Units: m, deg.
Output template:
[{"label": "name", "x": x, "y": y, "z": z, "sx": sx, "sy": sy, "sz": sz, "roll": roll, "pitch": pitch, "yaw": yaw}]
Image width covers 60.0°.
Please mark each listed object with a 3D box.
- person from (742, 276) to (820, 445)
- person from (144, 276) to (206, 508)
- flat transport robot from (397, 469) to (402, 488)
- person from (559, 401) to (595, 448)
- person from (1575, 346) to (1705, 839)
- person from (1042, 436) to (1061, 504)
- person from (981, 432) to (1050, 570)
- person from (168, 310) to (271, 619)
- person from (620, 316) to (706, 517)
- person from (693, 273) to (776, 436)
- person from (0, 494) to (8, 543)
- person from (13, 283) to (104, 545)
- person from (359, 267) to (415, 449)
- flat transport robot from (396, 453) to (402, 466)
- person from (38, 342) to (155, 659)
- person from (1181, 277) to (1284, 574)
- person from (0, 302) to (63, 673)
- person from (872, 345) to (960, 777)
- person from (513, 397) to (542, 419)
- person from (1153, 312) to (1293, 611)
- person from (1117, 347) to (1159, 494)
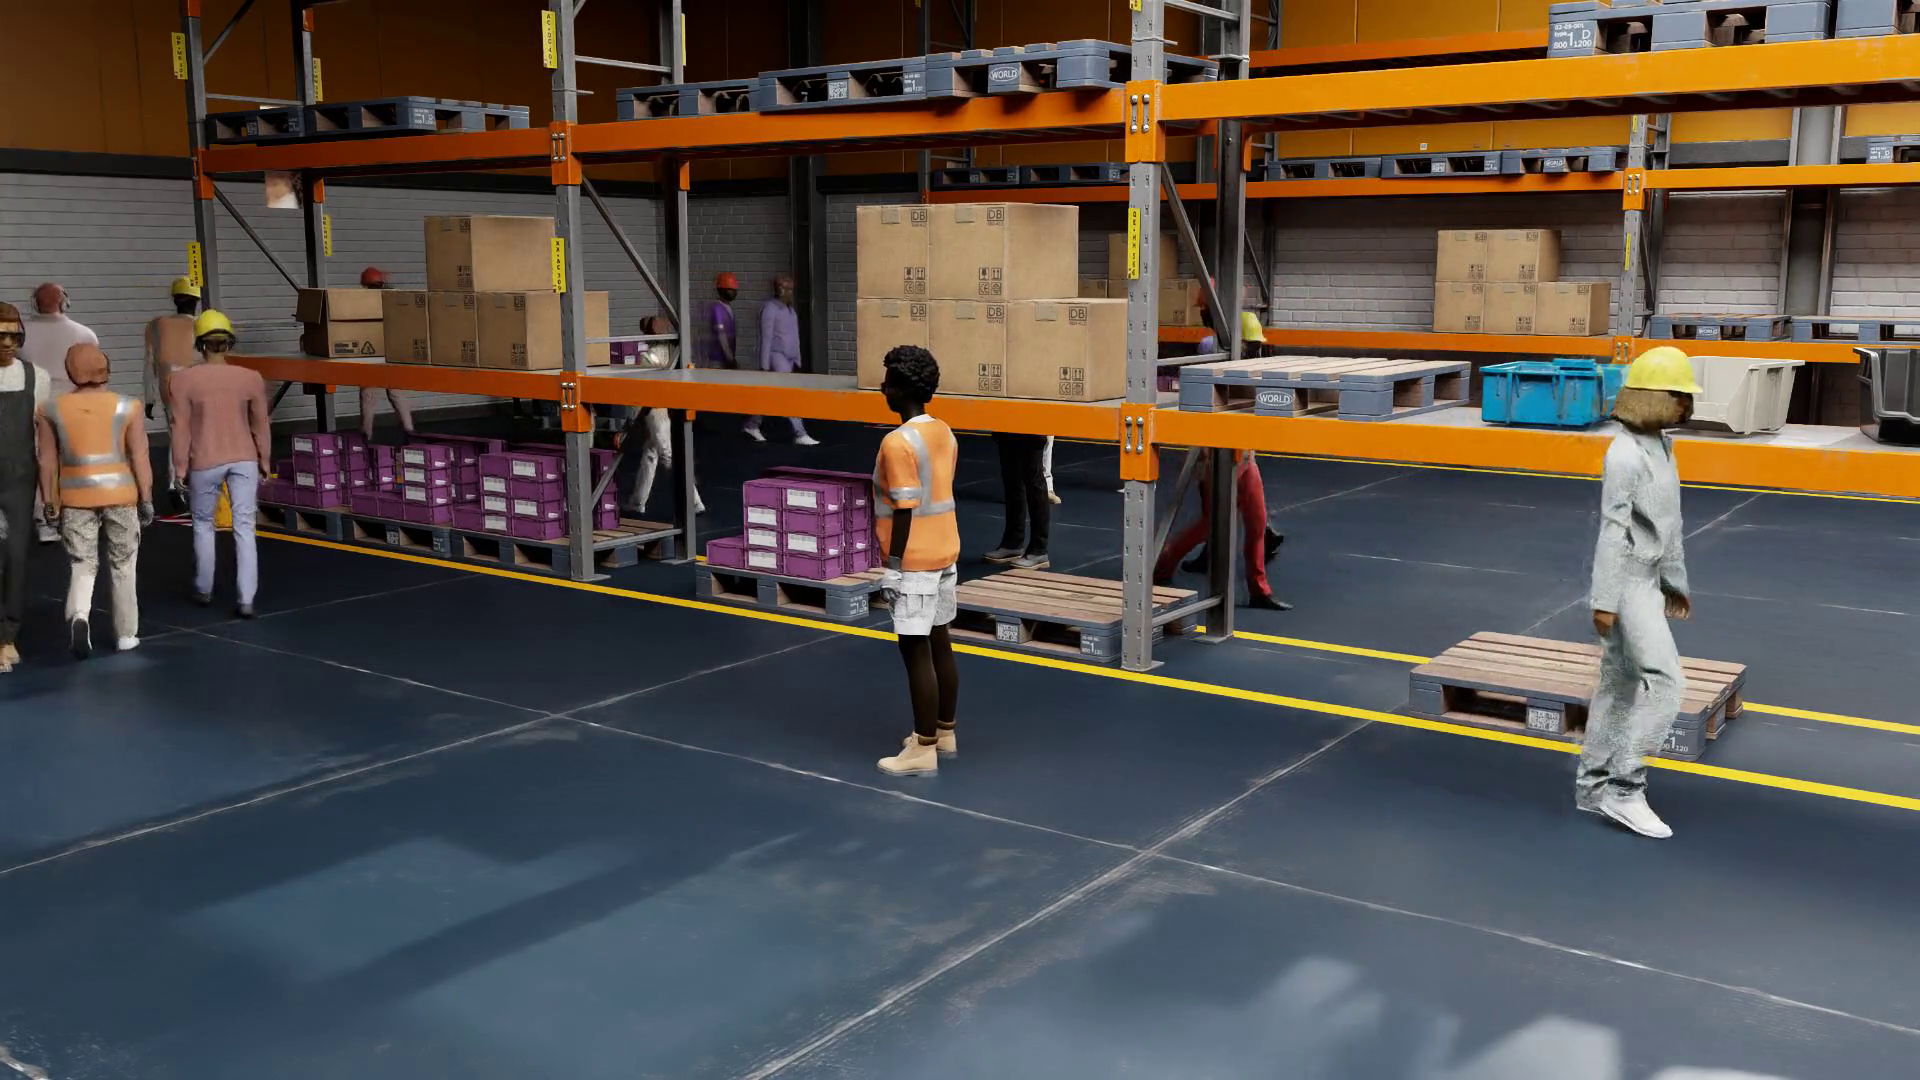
[{"label": "person", "x": -2.024, "y": -1.989, "z": 18.437, "sx": 0.997, "sy": 1.863, "sz": 0.655, "roll": 3, "pitch": 10, "yaw": 18}, {"label": "person", "x": -6.245, "y": -1.167, "z": 13.407, "sx": 0.645, "sy": 1.900, "sz": 0.534, "roll": -1, "pitch": 10, "yaw": -9}, {"label": "flat transport robot", "x": -4.572, "y": -0.492, "z": 14.227, "sx": 1.431, "sy": 0.197, "sz": 0.652, "roll": -3, "pitch": 10, "yaw": -19}, {"label": "person", "x": -3.486, "y": -1.397, "z": 15.645, "sx": 0.688, "sy": 1.603, "sz": 0.514, "roll": 4, "pitch": 10, "yaw": 20}, {"label": "person", "x": 2.454, "y": 0.184, "z": 5.890, "sx": 0.524, "sy": 1.727, "sz": 0.487, "roll": 6, "pitch": 11, "yaw": 33}, {"label": "person", "x": 0.628, "y": -1.197, "z": 13.782, "sx": 0.620, "sy": 1.837, "sz": 0.429, "roll": -4, "pitch": 10, "yaw": -24}, {"label": "person", "x": 0.381, "y": -0.796, "z": 10.916, "sx": 0.396, "sy": 1.992, "sz": 0.623, "roll": -6, "pitch": 11, "yaw": -30}, {"label": "person", "x": -4.254, "y": -0.442, "z": 9.545, "sx": 0.551, "sy": 1.730, "sz": 0.828, "roll": -7, "pitch": 12, "yaw": -35}, {"label": "person", "x": -2.348, "y": -0.960, "z": 13.069, "sx": 0.852, "sy": 1.601, "sz": 0.519, "roll": 3, "pitch": 10, "yaw": 18}, {"label": "person", "x": -2.683, "y": -2.120, "z": 19.154, "sx": 1.017, "sy": 1.880, "sz": 0.547, "roll": 2, "pitch": 10, "yaw": 14}, {"label": "person", "x": -4.631, "y": -0.145, "z": 7.507, "sx": 0.566, "sy": 1.843, "sz": 0.582, "roll": -7, "pitch": 12, "yaw": -35}, {"label": "person", "x": -6.548, "y": -0.933, "z": 12.123, "sx": 0.668, "sy": 1.857, "sz": 0.980, "roll": -2, "pitch": 10, "yaw": -12}, {"label": "person", "x": -6.211, "y": -1.940, "z": 17.851, "sx": 0.961, "sy": 1.960, "sz": 0.635, "roll": 9, "pitch": 13, "yaw": 43}, {"label": "flat transport robot", "x": -5.171, "y": -0.638, "z": 15.097, "sx": 0.652, "sy": 0.197, "sz": 1.431, "roll": -3, "pitch": 10, "yaw": -19}, {"label": "person", "x": -4.363, "y": -0.187, "z": 8.408, "sx": 0.530, "sy": 1.620, "sz": 0.564, "roll": -3, "pitch": 10, "yaw": -19}, {"label": "person", "x": 1.729, "y": -0.711, "z": 10.641, "sx": 0.603, "sy": 1.921, "sz": 0.560, "roll": 8, "pitch": 13, "yaw": 41}, {"label": "person", "x": -4.702, "y": -0.252, "z": 8.198, "sx": 0.696, "sy": 1.814, "sz": 0.537, "roll": 9, "pitch": 13, "yaw": 43}, {"label": "person", "x": -0.173, "y": 0.083, "z": 6.567, "sx": 0.319, "sy": 1.695, "sz": 0.539, "roll": 4, "pitch": 10, "yaw": 20}, {"label": "person", "x": -5.568, "y": -2.526, "z": 21.301, "sx": 0.603, "sy": 1.966, "sz": 0.367, "roll": 2, "pitch": 10, "yaw": 14}, {"label": "person", "x": 1.525, "y": -0.460, "z": 9.691, "sx": 0.811, "sy": 1.740, "sz": 0.534, "roll": 6, "pitch": 11, "yaw": 33}, {"label": "person", "x": 1.552, "y": -1.211, "z": 14.439, "sx": 0.315, "sy": 1.641, "sz": 0.514, "roll": 7, "pitch": 12, "yaw": 35}]
